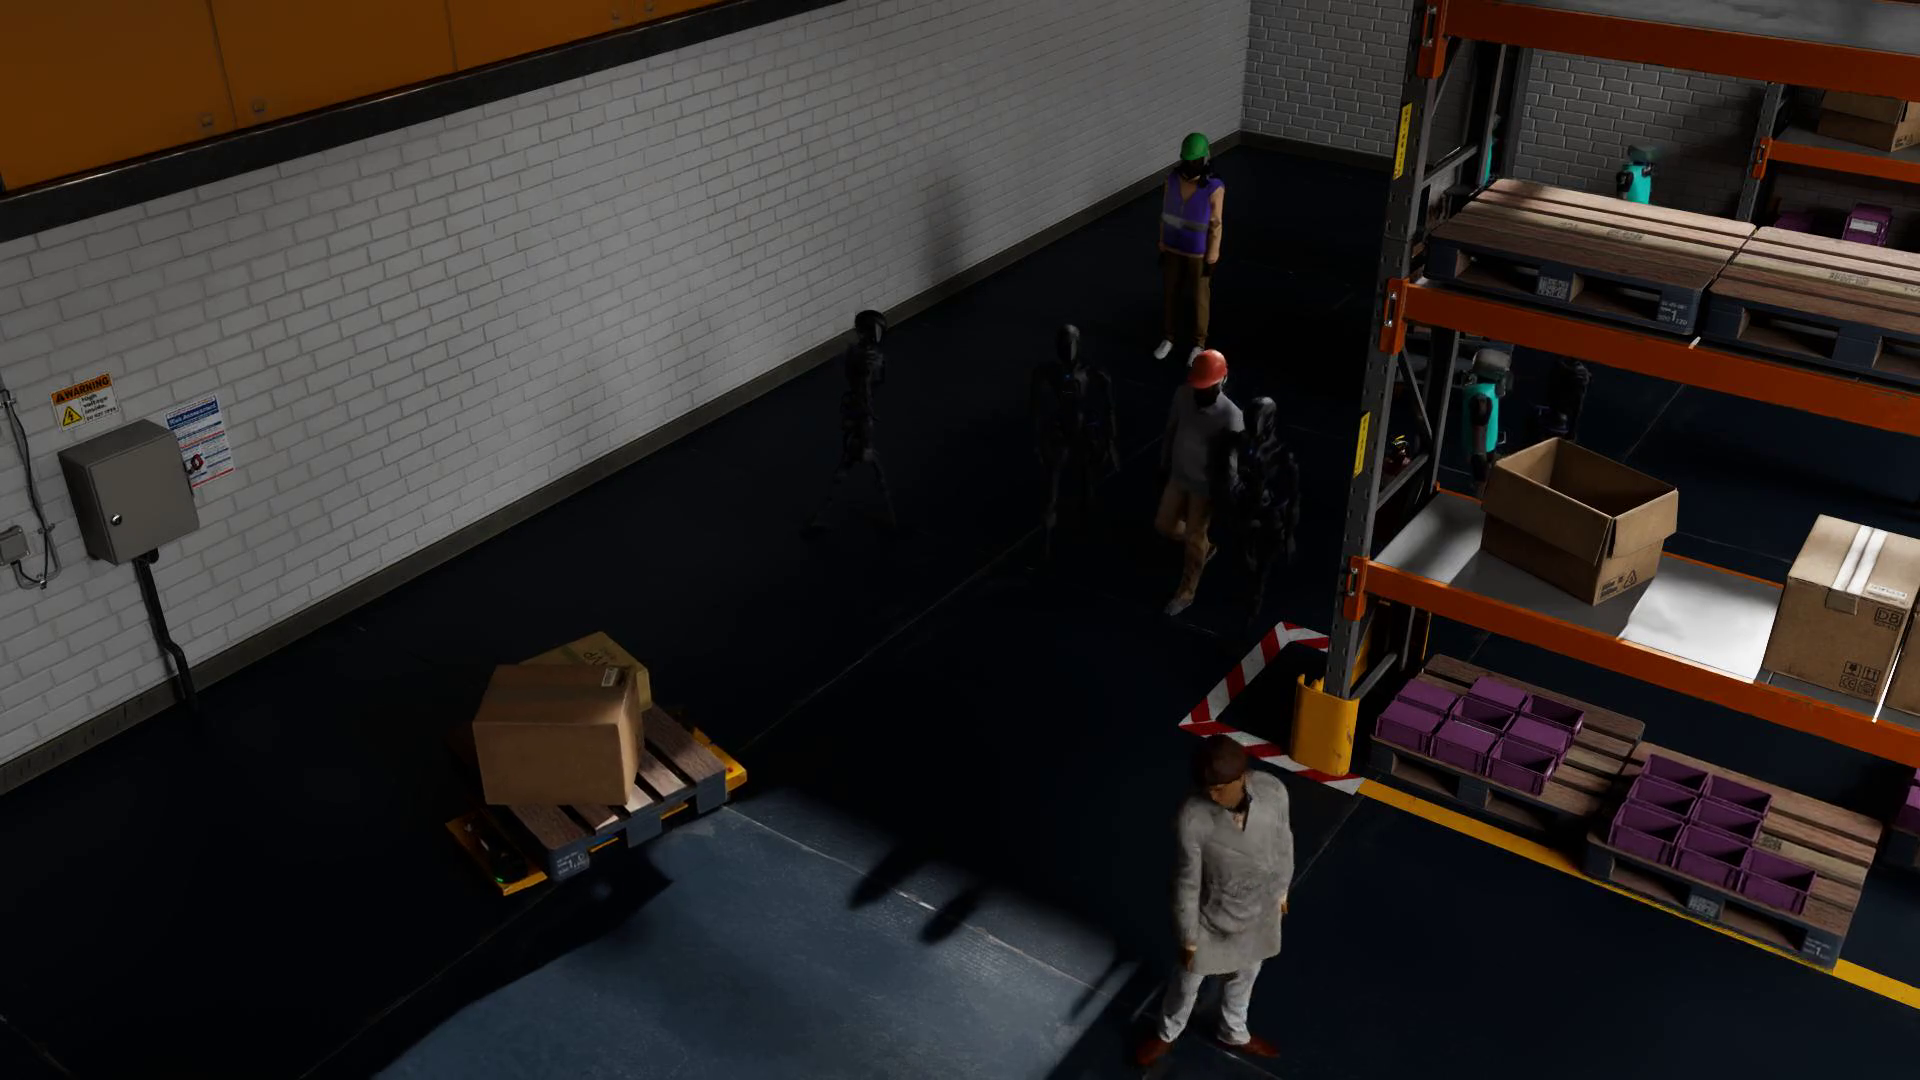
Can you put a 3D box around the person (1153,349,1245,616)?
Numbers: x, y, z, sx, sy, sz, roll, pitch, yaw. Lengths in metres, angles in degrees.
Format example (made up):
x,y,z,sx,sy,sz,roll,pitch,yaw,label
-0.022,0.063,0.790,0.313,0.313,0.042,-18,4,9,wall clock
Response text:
x,y,z,sx,sy,sz,roll,pitch,yaw,label
1.455,-0.380,10.223,0.504,1.733,0.583,-21,36,-32,person

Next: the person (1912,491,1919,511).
x,y,z,sx,sy,sz,roll,pitch,yaw,label
6.811,-0.950,11.091,0.390,1.869,0.559,-5,30,-8,person

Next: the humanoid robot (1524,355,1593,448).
x,y,z,sx,sy,sz,roll,pitch,yaw,label
3.861,-0.653,10.788,0.700,1.627,0.600,0,30,0,humanoid robot

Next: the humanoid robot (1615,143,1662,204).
x,y,z,sx,sy,sz,roll,pitch,yaw,label
5.625,-2.351,13.659,1.030,1.729,0.549,26,39,38,humanoid robot

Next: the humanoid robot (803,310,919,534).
x,y,z,sx,sy,sz,roll,pitch,yaw,label
-0.693,-0.763,11.019,0.784,1.634,0.610,-3,30,-5,humanoid robot

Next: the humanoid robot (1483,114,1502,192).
x,y,z,sx,sy,sz,roll,pitch,yaw,label
4.630,-2.800,14.442,0.850,1.797,0.546,11,32,18,humanoid robot

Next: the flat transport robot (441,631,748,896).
x,y,z,sx,sy,sz,roll,pitch,yaw,label
-1.895,1.337,8.720,1.431,0.231,0.659,-23,37,-34,flat transport robot

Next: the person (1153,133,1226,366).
x,y,z,sx,sy,sz,roll,pitch,yaw,label
1.864,-2.363,13.489,0.527,1.924,0.424,19,35,30,person

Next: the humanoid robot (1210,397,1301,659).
x,y,z,sx,sy,sz,roll,pitch,yaw,label
1.764,-0.127,9.899,0.609,1.628,0.783,23,37,34,humanoid robot

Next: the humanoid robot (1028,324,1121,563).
x,y,z,sx,sy,sz,roll,pitch,yaw,label
0.737,-0.617,10.742,0.616,1.626,0.751,6,30,10,humanoid robot

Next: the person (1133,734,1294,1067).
x,y,z,sx,sy,sz,roll,pitch,yaw,label
1.107,1.519,6.881,0.656,1.804,0.377,-10,31,-16,person

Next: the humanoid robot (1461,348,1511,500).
x,y,z,sx,sy,sz,roll,pitch,yaw,label
3.296,-0.330,10.128,1.003,1.726,0.551,7,31,13,humanoid robot
